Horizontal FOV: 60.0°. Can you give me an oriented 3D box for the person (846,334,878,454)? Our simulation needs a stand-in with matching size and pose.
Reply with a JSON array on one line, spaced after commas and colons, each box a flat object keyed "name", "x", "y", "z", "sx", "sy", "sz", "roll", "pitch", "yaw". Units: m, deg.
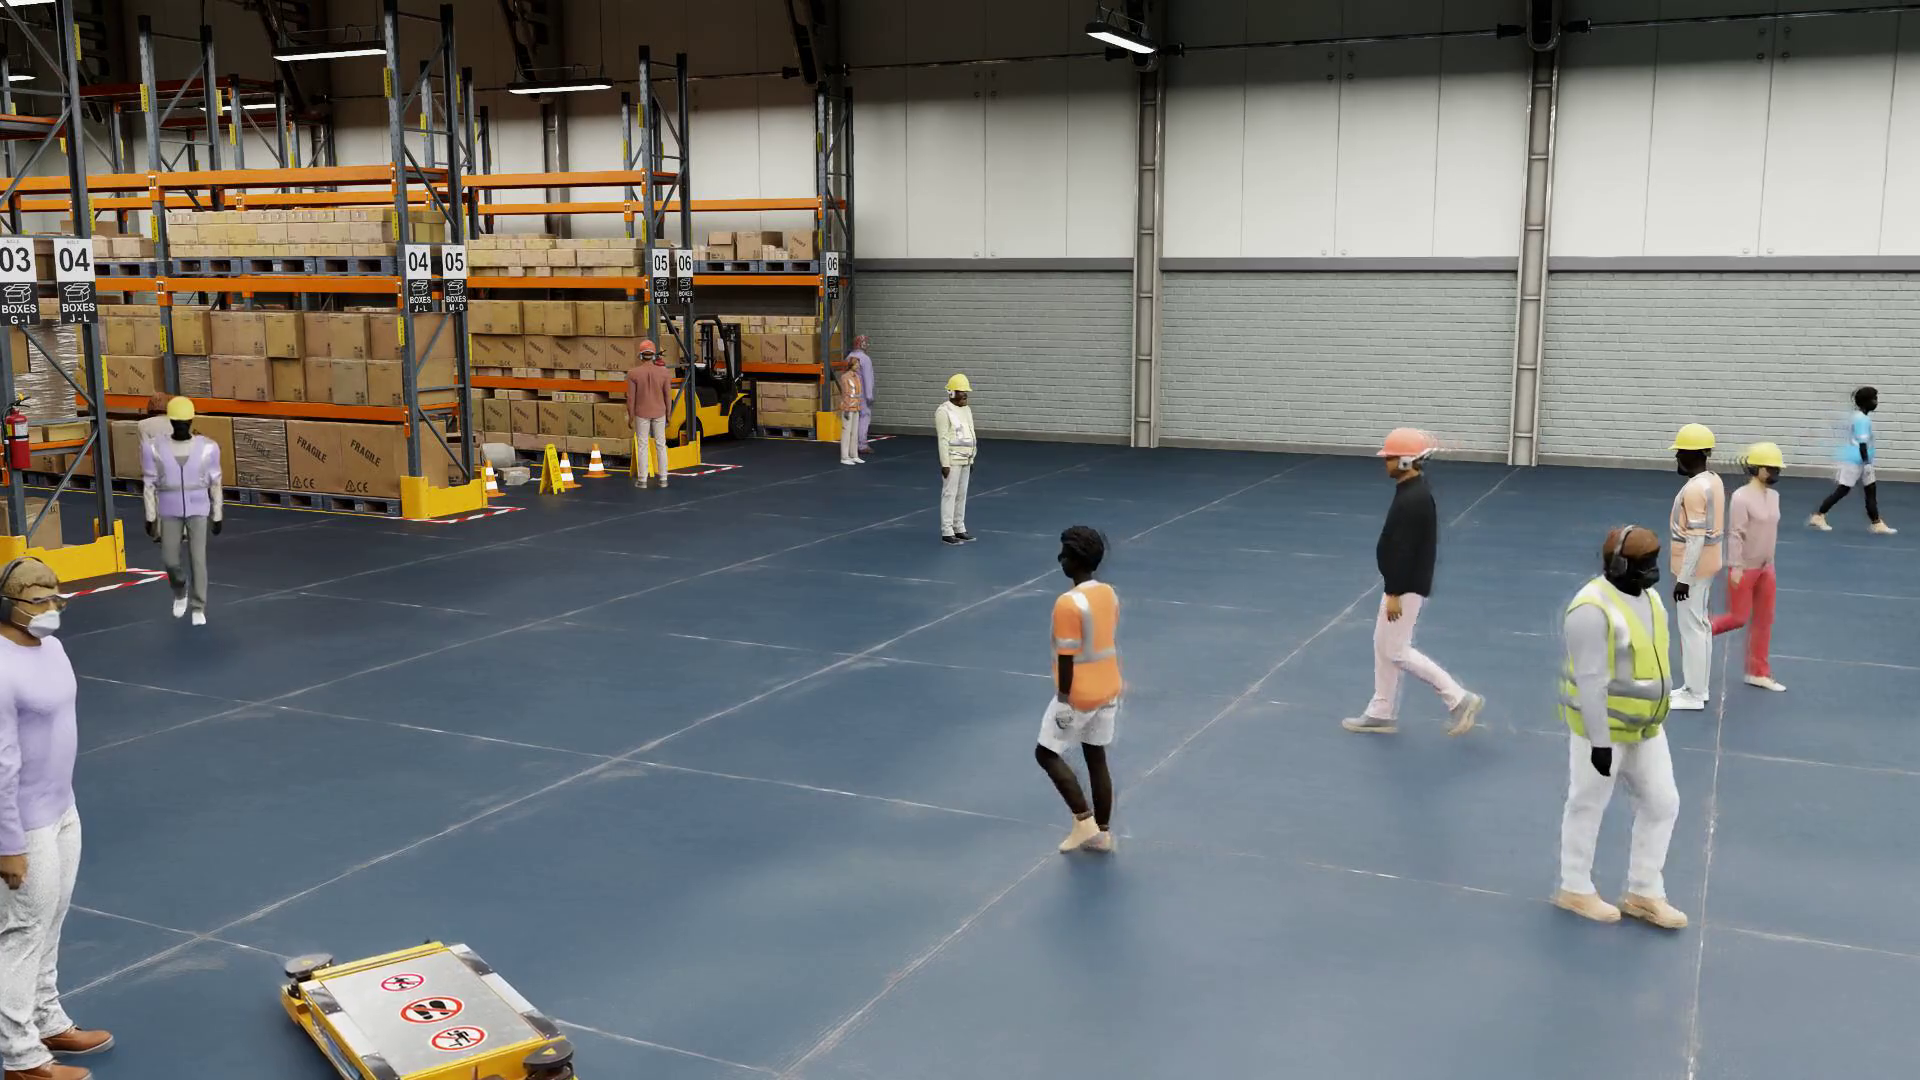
[{"name": "person", "x": -1.563, "y": -2.336, "z": 26.646, "sx": 0.403, "sy": 1.905, "sz": 0.651, "roll": -6, "pitch": 11, "yaw": -32}]

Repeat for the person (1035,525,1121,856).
[{"name": "person", "x": 0.610, "y": 0.765, "z": 8.307, "sx": 0.375, "sy": 1.681, "sz": 0.550, "roll": 6, "pitch": 11, "yaw": 33}]

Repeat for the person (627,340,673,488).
[{"name": "person", "x": -4.186, "y": -1.692, "z": 22.426, "sx": 0.615, "sy": 1.994, "sz": 0.381, "roll": -4, "pitch": 10, "yaw": -22}]

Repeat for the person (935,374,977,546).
[{"name": "person", "x": -0.026, "y": -0.864, "z": 17.849, "sx": 0.404, "sy": 1.829, "sz": 0.600, "roll": 5, "pitch": 10, "yaw": 28}]

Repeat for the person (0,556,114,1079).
[{"name": "person", "x": -3.345, "y": 1.015, "z": 6.011, "sx": 0.366, "sy": 1.935, "sz": 0.630, "roll": -2, "pitch": 9, "yaw": -10}]

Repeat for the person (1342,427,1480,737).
[{"name": "person", "x": 2.842, "y": 0.281, "z": 10.409, "sx": 0.736, "sy": 1.973, "sz": 0.621, "roll": 2, "pitch": 9, "yaw": 13}]

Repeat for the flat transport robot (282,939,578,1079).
[{"name": "flat transport robot", "x": -2.003, "y": 1.814, "z": 6.202, "sx": 0.652, "sy": 0.197, "sz": 1.431, "roll": -7, "pitch": 11, "yaw": -36}]

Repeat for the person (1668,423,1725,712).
[{"name": "person", "x": 4.888, "y": 0.182, "z": 11.142, "sx": 0.383, "sy": 1.924, "sz": 0.594, "roll": 6, "pitch": 11, "yaw": 33}]

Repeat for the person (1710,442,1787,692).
[{"name": "person", "x": 5.547, "y": 0.169, "z": 11.750, "sx": 0.535, "sy": 1.749, "sz": 0.646, "roll": -5, "pitch": 11, "yaw": -29}]

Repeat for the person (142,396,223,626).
[{"name": "person", "x": -6.421, "y": -0.240, "z": 13.776, "sx": 0.612, "sy": 1.911, "sz": 0.436, "roll": -4, "pitch": 10, "yaw": -25}]

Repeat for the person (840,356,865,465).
[{"name": "person", "x": -1.648, "y": -1.953, "z": 25.133, "sx": 0.310, "sy": 1.636, "sz": 0.526, "roll": 4, "pitch": 10, "yaw": 22}]

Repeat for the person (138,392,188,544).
[{"name": "person", "x": -8.557, "y": -0.774, "z": 17.902, "sx": 0.503, "sy": 1.632, "sz": 0.271, "roll": -8, "pitch": 12, "yaw": -41}]

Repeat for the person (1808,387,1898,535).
[{"name": "person", "x": 9.976, "y": -0.886, "z": 18.527, "sx": 0.874, "sy": 1.655, "sz": 0.540, "roll": 5, "pitch": 11, "yaw": 30}]

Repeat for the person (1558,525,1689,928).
[{"name": "person", "x": 2.989, "y": 0.848, "z": 7.373, "sx": 0.651, "sy": 1.820, "sz": 0.678, "roll": -6, "pitch": 11, "yaw": -34}]
